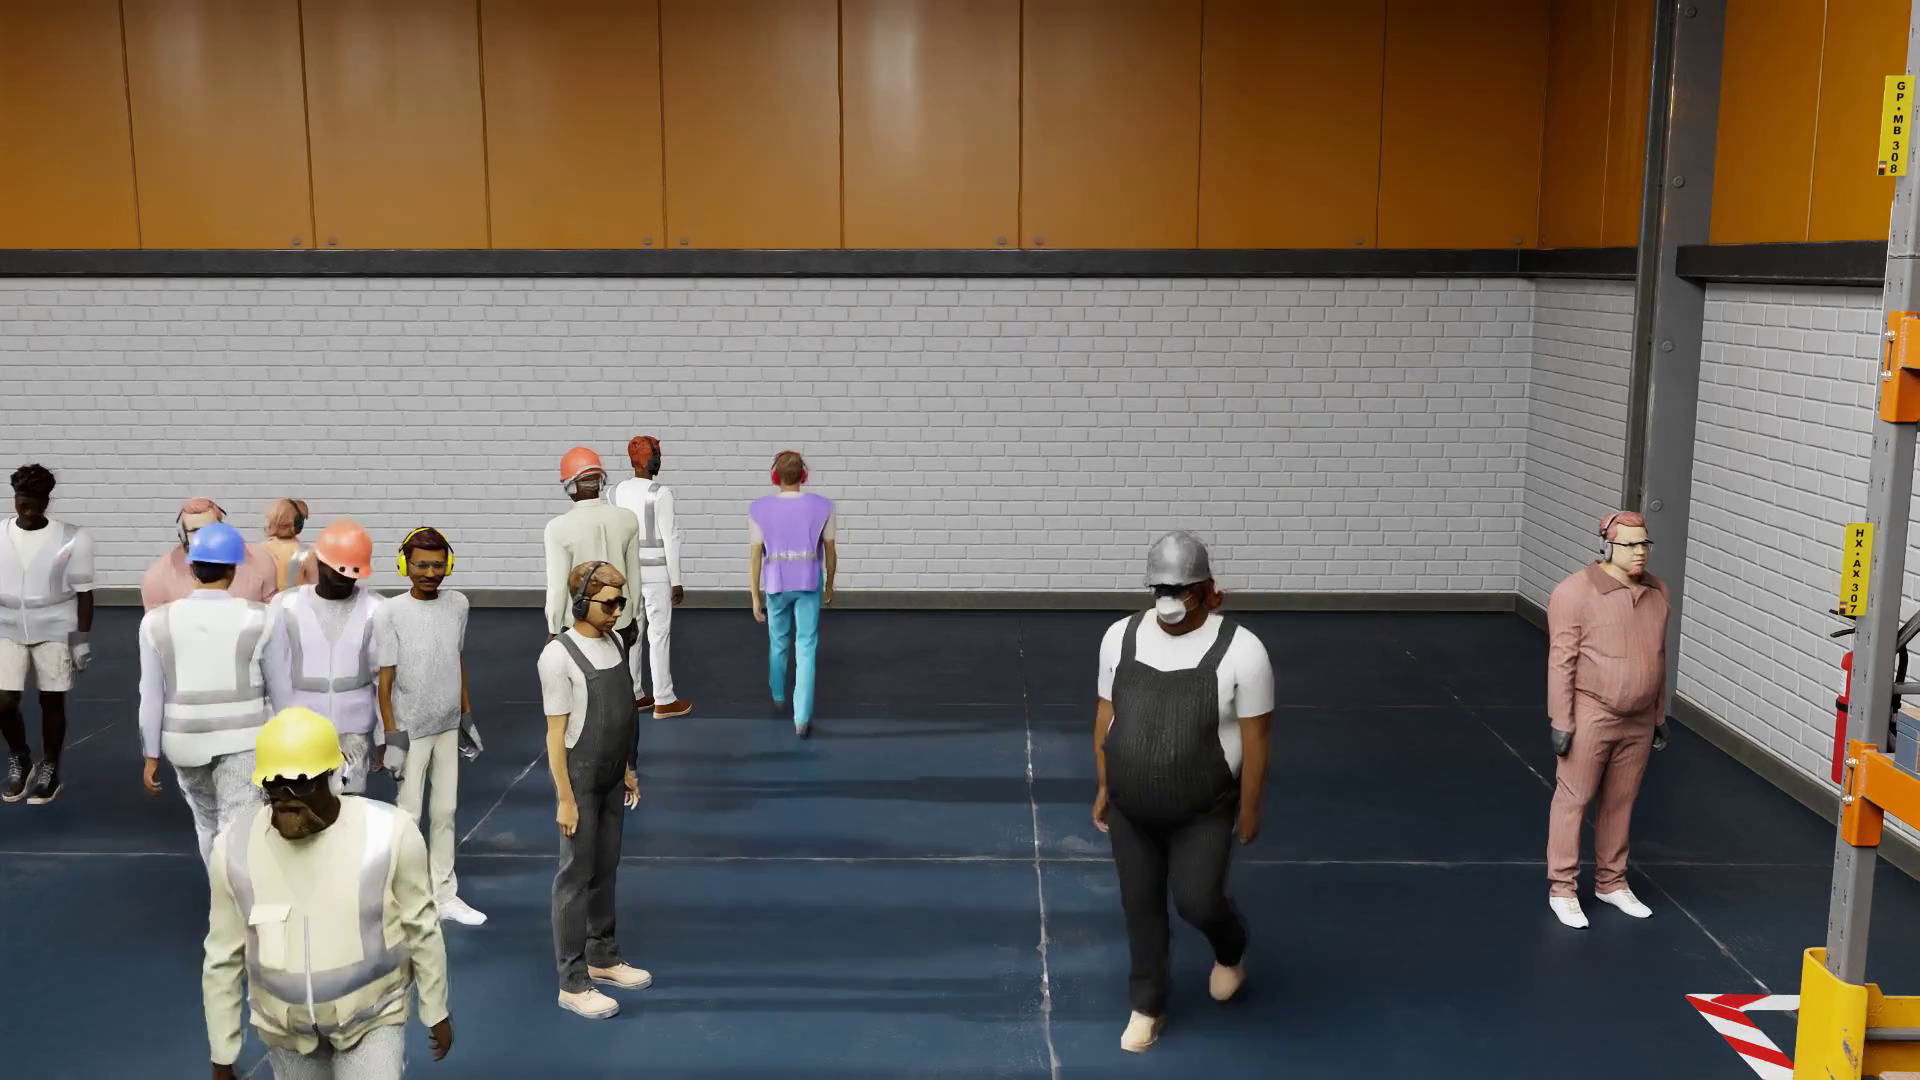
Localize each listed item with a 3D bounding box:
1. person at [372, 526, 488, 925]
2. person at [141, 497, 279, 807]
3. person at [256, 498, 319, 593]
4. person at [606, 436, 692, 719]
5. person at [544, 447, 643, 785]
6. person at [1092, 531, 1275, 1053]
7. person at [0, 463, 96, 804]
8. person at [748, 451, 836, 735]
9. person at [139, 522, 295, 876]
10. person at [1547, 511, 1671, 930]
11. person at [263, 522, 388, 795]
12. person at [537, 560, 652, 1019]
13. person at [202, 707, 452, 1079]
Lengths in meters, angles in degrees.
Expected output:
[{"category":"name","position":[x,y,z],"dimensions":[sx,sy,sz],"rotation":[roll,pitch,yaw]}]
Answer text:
[{"category":"person","position":[-2.361,0.862,7.448],"dimensions":[0.335,1.864,0.521],"rotation":[6,11,34]},{"category":"person","position":[-3.717,0.705,8.362],"dimensions":[0.666,1.869,0.762],"rotation":[-4,10,-25]},{"category":"person","position":[-4.053,0.538,10.166],"dimensions":[0.537,1.588,0.882],"rotation":[4,10,25]},{"category":"person","position":[-2.075,0.246,11.070],"dimensions":[0.573,1.883,0.354],"rotation":[6,11,31]},{"category":"person","position":[-2.090,0.463,9.463],"dimensions":[0.608,1.985,0.394],"rotation":[-9,13,-42]},{"category":"person","position":[0.833,0.941,6.434],"dimensions":[0.691,2.000,0.663],"rotation":[5,11,29]},{"category":"person","position":[-5.148,0.532,9.210],"dimensions":[0.698,1.928,0.485],"rotation":[-2,10,-13]},{"category":"person","position":[-1.093,0.320,10.880],"dimensions":[0.566,1.793,0.972],"rotation":[-1,10,-5]},{"category":"person","position":[-3.235,0.880,7.256],"dimensions":[0.635,1.896,0.993],"rotation":[-2,10,-11]},{"category":"person","position":[2.983,0.812,7.605],"dimensions":[0.636,1.911,0.406],"rotation":[-3,10,-19]},{"category":"person","position":[-2.827,0.839,7.491],"dimensions":[0.576,1.891,0.533],"rotation":[-4,10,-23]},{"category":"person","position":[-1.480,0.989,6.749],"dimensions":[0.344,1.841,0.504],"rotation":[3,10,19]},{"category":"person","position":[-1.771,1.351,4.639],"dimensions":[0.640,1.817,0.661],"rotation":[-1,10,-6]}]
